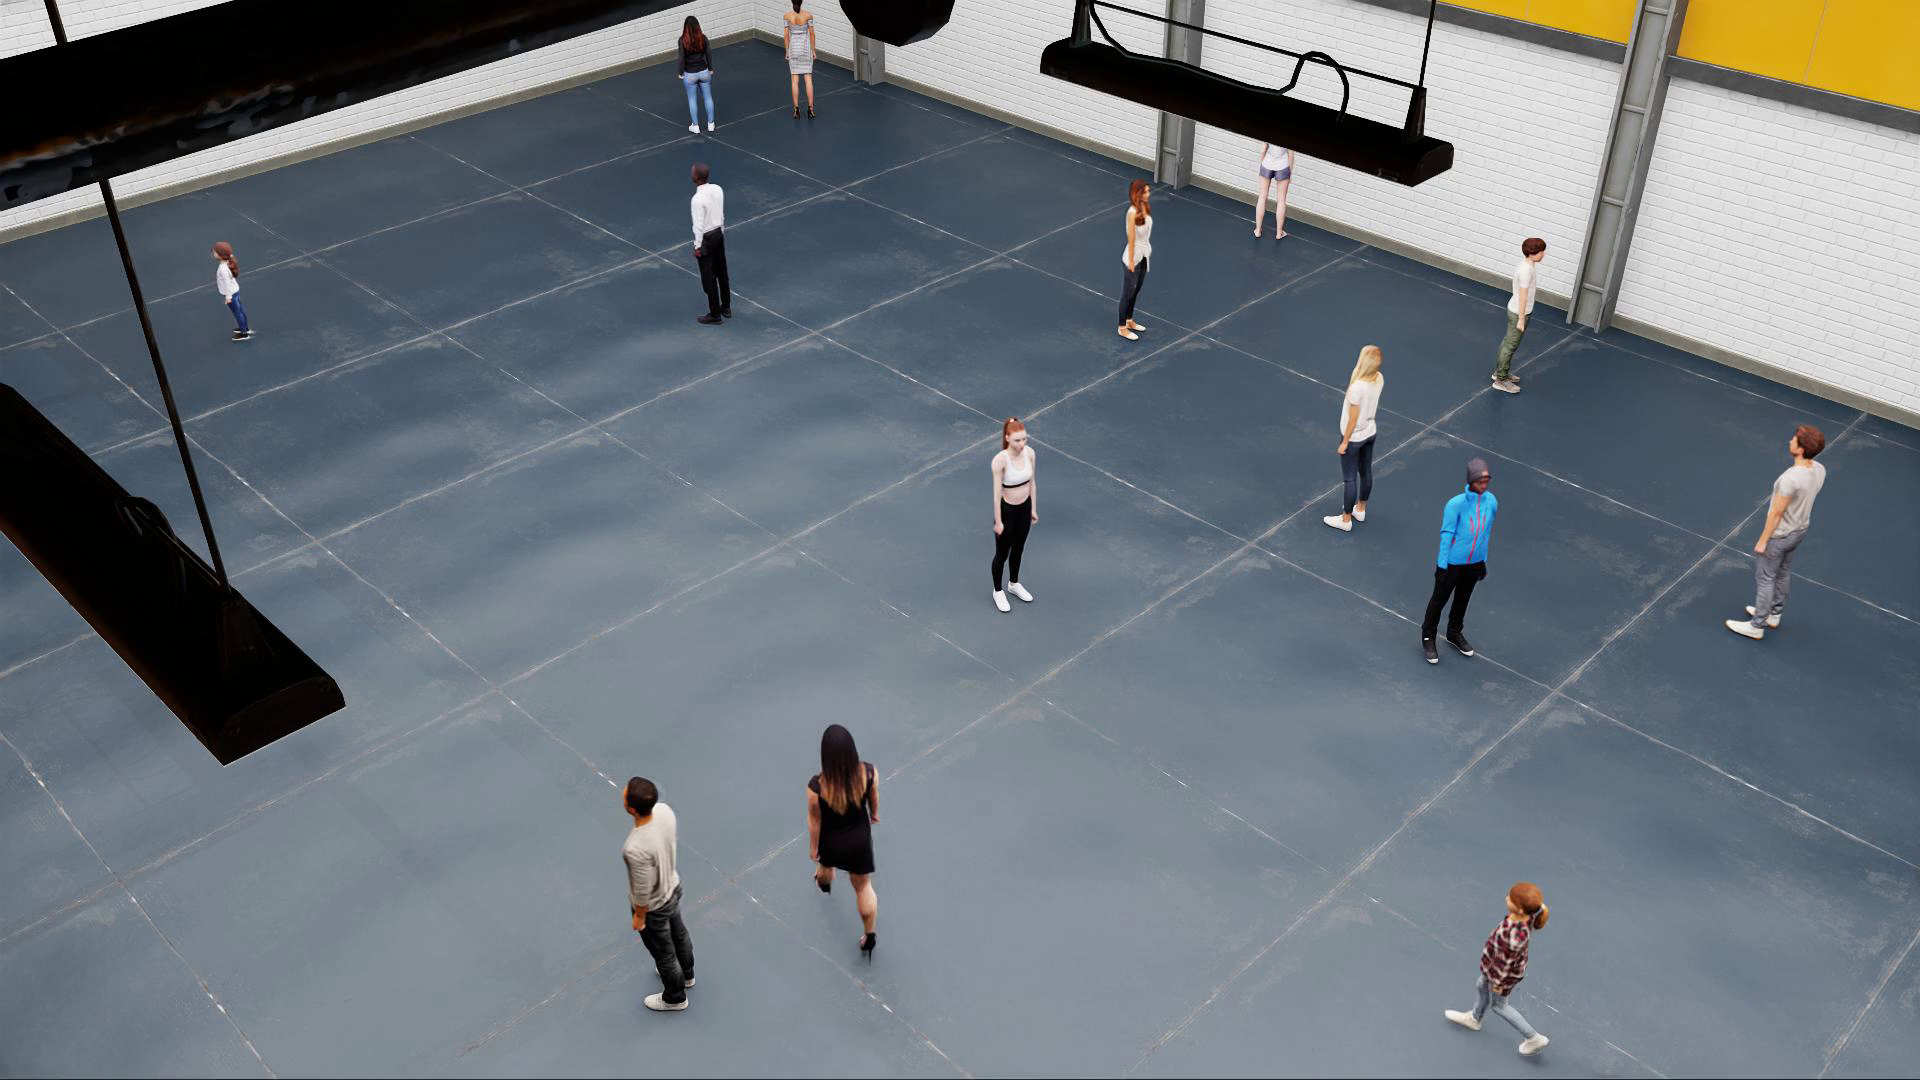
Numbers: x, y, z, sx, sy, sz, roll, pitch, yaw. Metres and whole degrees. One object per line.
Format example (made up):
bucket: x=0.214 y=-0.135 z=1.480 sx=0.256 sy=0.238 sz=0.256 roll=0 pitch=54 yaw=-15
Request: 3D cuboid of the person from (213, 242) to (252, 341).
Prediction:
person: x=-7.969 y=-2.739 z=18.183 sx=0.589 sy=1.110 sz=0.520 roll=-7 pitch=34 yaw=-11

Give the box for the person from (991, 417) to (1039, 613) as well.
person: x=0.434 y=-0.226 z=13.834 sx=0.619 sy=1.740 sz=0.573 roll=-21 pitch=39 yaw=-29

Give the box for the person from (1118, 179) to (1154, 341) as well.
person: x=1.900 y=-3.068 z=18.070 sx=0.617 sy=1.785 sz=0.655 roll=17 pitch=37 yaw=24

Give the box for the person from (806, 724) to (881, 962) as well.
person: x=-0.697 y=1.969 z=10.594 sx=0.936 sy=1.672 sz=1.160 roll=-13 pitch=36 yaw=-19

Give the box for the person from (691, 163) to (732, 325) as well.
person: x=-2.755 y=-3.273 z=18.332 sx=0.627 sy=1.836 sz=0.692 roll=18 pitch=38 yaw=25

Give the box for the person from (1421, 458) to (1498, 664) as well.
person: x=3.980 y=0.143 z=13.231 sx=0.691 sy=1.794 sz=0.694 roll=-10 pitch=35 yaw=-15

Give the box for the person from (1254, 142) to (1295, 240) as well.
person: x=3.849 y=-4.542 z=20.302 sx=0.636 sy=1.768 sz=0.730 roll=11 pitch=35 yaw=16

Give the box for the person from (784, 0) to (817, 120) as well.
person: x=-2.296 y=-6.969 z=23.904 sx=0.682 sy=1.822 sz=0.735 roll=-1 pitch=34 yaw=-2

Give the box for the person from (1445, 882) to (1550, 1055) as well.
person: x=3.346 y=2.583 z=10.014 sx=0.906 sy=1.291 sz=0.683 roll=16 pitch=37 yaw=23

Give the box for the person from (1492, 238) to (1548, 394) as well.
person: x=5.746 y=-2.339 z=17.091 sx=0.669 sy=1.654 sz=0.663 roll=10 pitch=35 yaw=15

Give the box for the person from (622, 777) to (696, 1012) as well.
person: x=-1.847 y=2.162 z=10.177 sx=0.724 sy=1.811 sz=0.733 roll=8 pitch=34 yaw=12

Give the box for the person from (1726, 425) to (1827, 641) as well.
person: x=6.668 y=-0.060 z=13.448 sx=0.661 sy=1.892 sz=0.574 roll=-24 pitch=40 yaw=-31

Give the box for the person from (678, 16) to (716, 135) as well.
person: x=-3.727 y=-6.588 z=23.501 sx=0.717 sy=1.633 sz=0.686 roll=-14 pitch=36 yaw=-20

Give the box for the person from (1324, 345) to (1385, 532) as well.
person: x=3.562 y=-0.911 z=14.803 sx=0.600 sy=1.809 sz=0.516 roll=-27 pitch=42 yaw=-34
